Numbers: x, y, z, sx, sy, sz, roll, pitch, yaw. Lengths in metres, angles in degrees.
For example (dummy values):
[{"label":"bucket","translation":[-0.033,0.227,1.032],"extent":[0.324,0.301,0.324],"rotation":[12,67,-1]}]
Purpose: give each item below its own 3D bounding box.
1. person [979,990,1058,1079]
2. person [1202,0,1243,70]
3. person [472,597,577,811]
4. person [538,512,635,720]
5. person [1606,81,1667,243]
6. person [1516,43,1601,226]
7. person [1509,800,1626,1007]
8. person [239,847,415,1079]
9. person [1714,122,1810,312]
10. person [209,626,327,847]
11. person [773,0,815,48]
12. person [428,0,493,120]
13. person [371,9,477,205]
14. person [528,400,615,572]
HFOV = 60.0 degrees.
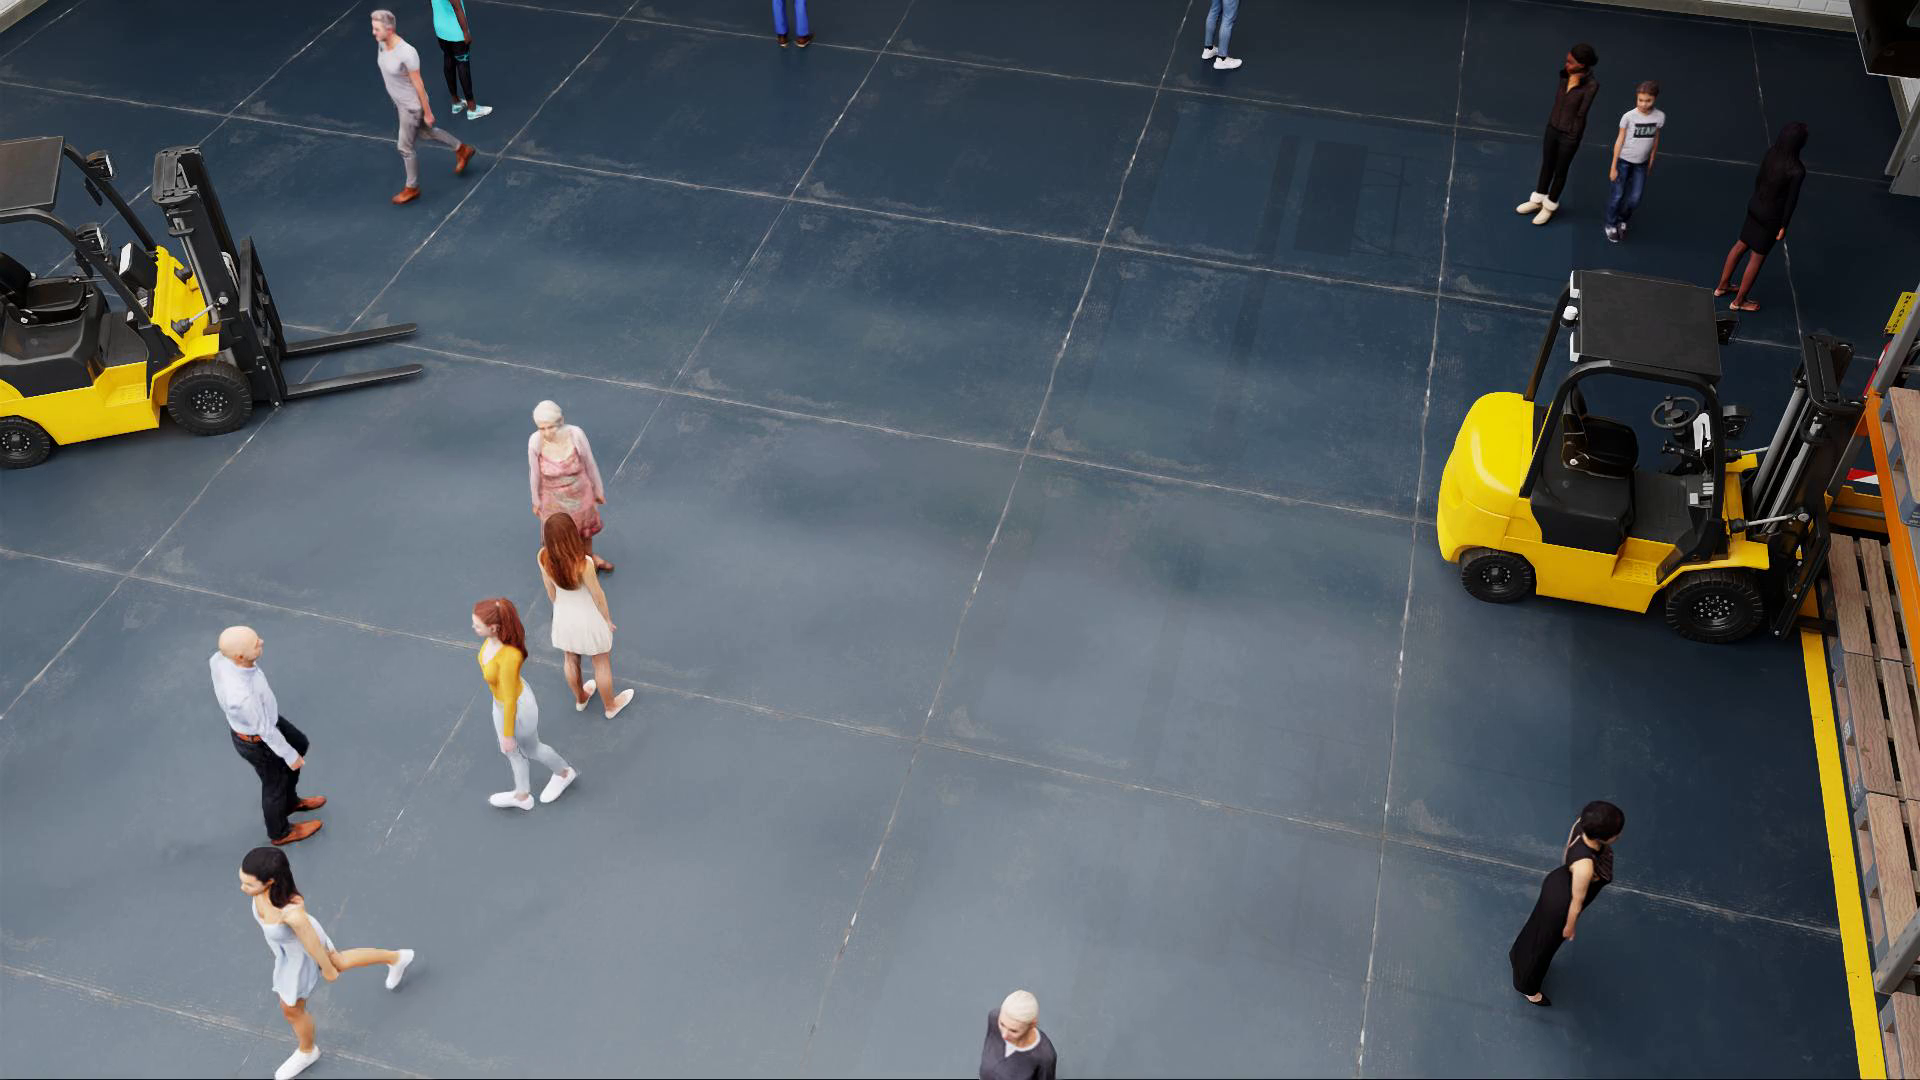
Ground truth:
[{"label":"person","translation":[0.335,2.687,8.249],"extent":[0.933,1.680,1.193],"rotation":[29,51,27]},{"label":"person","translation":[2.740,-5.769,16.975],"extent":[0.809,1.887,0.727],"rotation":[-18,46,-18]},{"label":"person","translation":[-2.637,0.988,9.991],"extent":[0.910,1.738,0.856],"rotation":[-22,48,-21]},{"label":"person","translation":[-2.413,0.481,10.542],"extent":[0.562,1.712,0.536],"rotation":[13,45,13]},{"label":"person","translation":[5.924,-3.390,14.728],"extent":[0.592,1.542,0.621],"rotation":[1,44,1]},{"label":"person","translation":[5.441,-3.672,14.936],"extent":[0.774,1.663,0.713],"rotation":[-34,53,-31]},{"label":"person","translation":[3.296,1.950,9.079],"extent":[0.633,1.603,0.448],"rotation":[10,44,10]},{"label":"person","translation":[-3.408,2.123,8.833],"extent":[0.958,1.691,1.223],"rotation":[34,53,30]},{"label":"person","translation":[6.740,-2.718,13.893],"extent":[0.741,1.720,0.610],"rotation":[-10,45,-11]},{"label":"person","translation":[-4.176,1.189,9.756],"extent":[0.893,1.770,0.836],"rotation":[-21,47,-21]},{"label":"person","translation":[-1.821,-6.046,17.283],"extent":[0.710,1.864,0.630],"rotation":[6,44,6]},{"label":"person","translation":[-4.976,-4.984,16.206],"extent":[0.666,1.811,0.632],"rotation":[27,50,25]},{"label":"person","translation":[-4.936,-4.014,15.207],"extent":[1.302,1.786,1.127],"rotation":[-30,51,-28]},{"label":"person","translation":[-2.707,-0.341,11.428],"extent":[0.869,1.680,0.926],"rotation":[-23,48,-22]}]
